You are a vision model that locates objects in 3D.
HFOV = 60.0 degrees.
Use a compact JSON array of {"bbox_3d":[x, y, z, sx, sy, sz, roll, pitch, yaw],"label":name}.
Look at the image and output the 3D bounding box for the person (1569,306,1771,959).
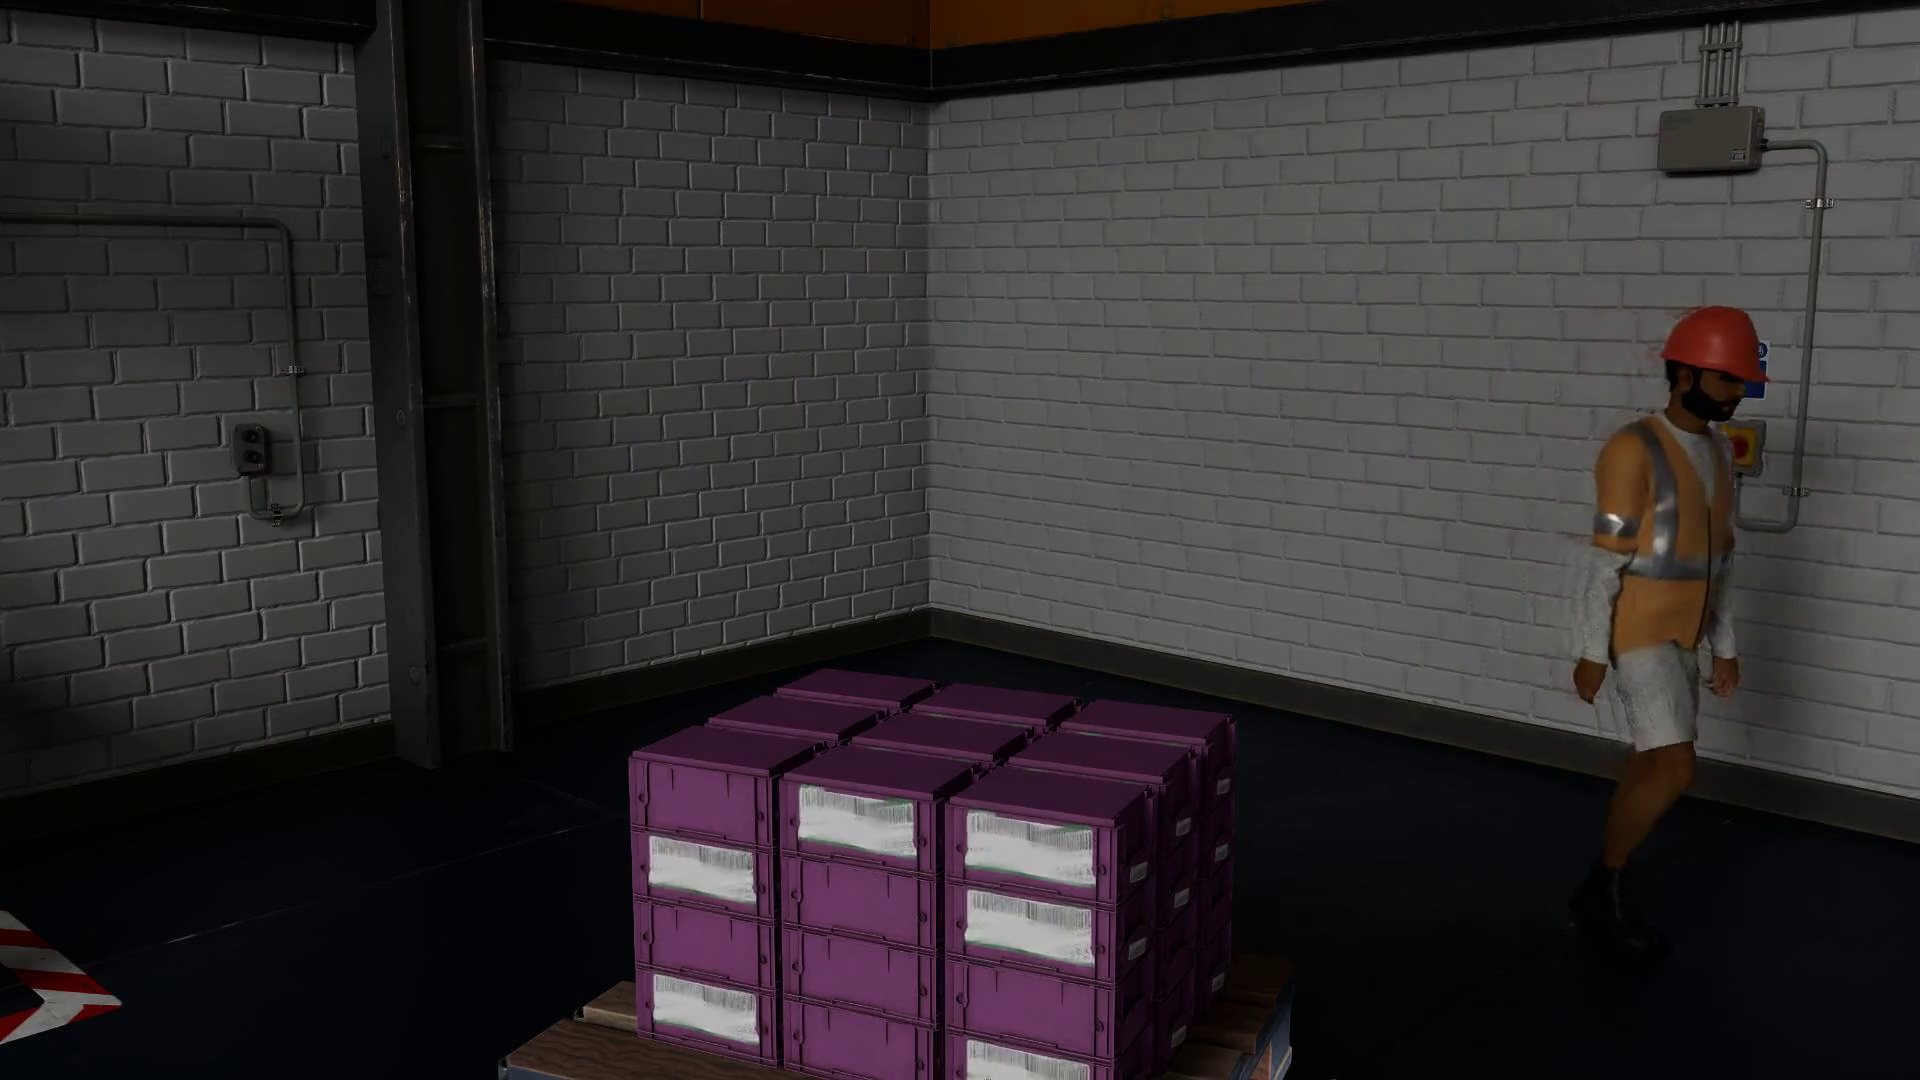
[{"bbox_3d":[2.072,0.283,4.860,0.568,1.910,0.486,-7,11,-36],"label":"person"}]
